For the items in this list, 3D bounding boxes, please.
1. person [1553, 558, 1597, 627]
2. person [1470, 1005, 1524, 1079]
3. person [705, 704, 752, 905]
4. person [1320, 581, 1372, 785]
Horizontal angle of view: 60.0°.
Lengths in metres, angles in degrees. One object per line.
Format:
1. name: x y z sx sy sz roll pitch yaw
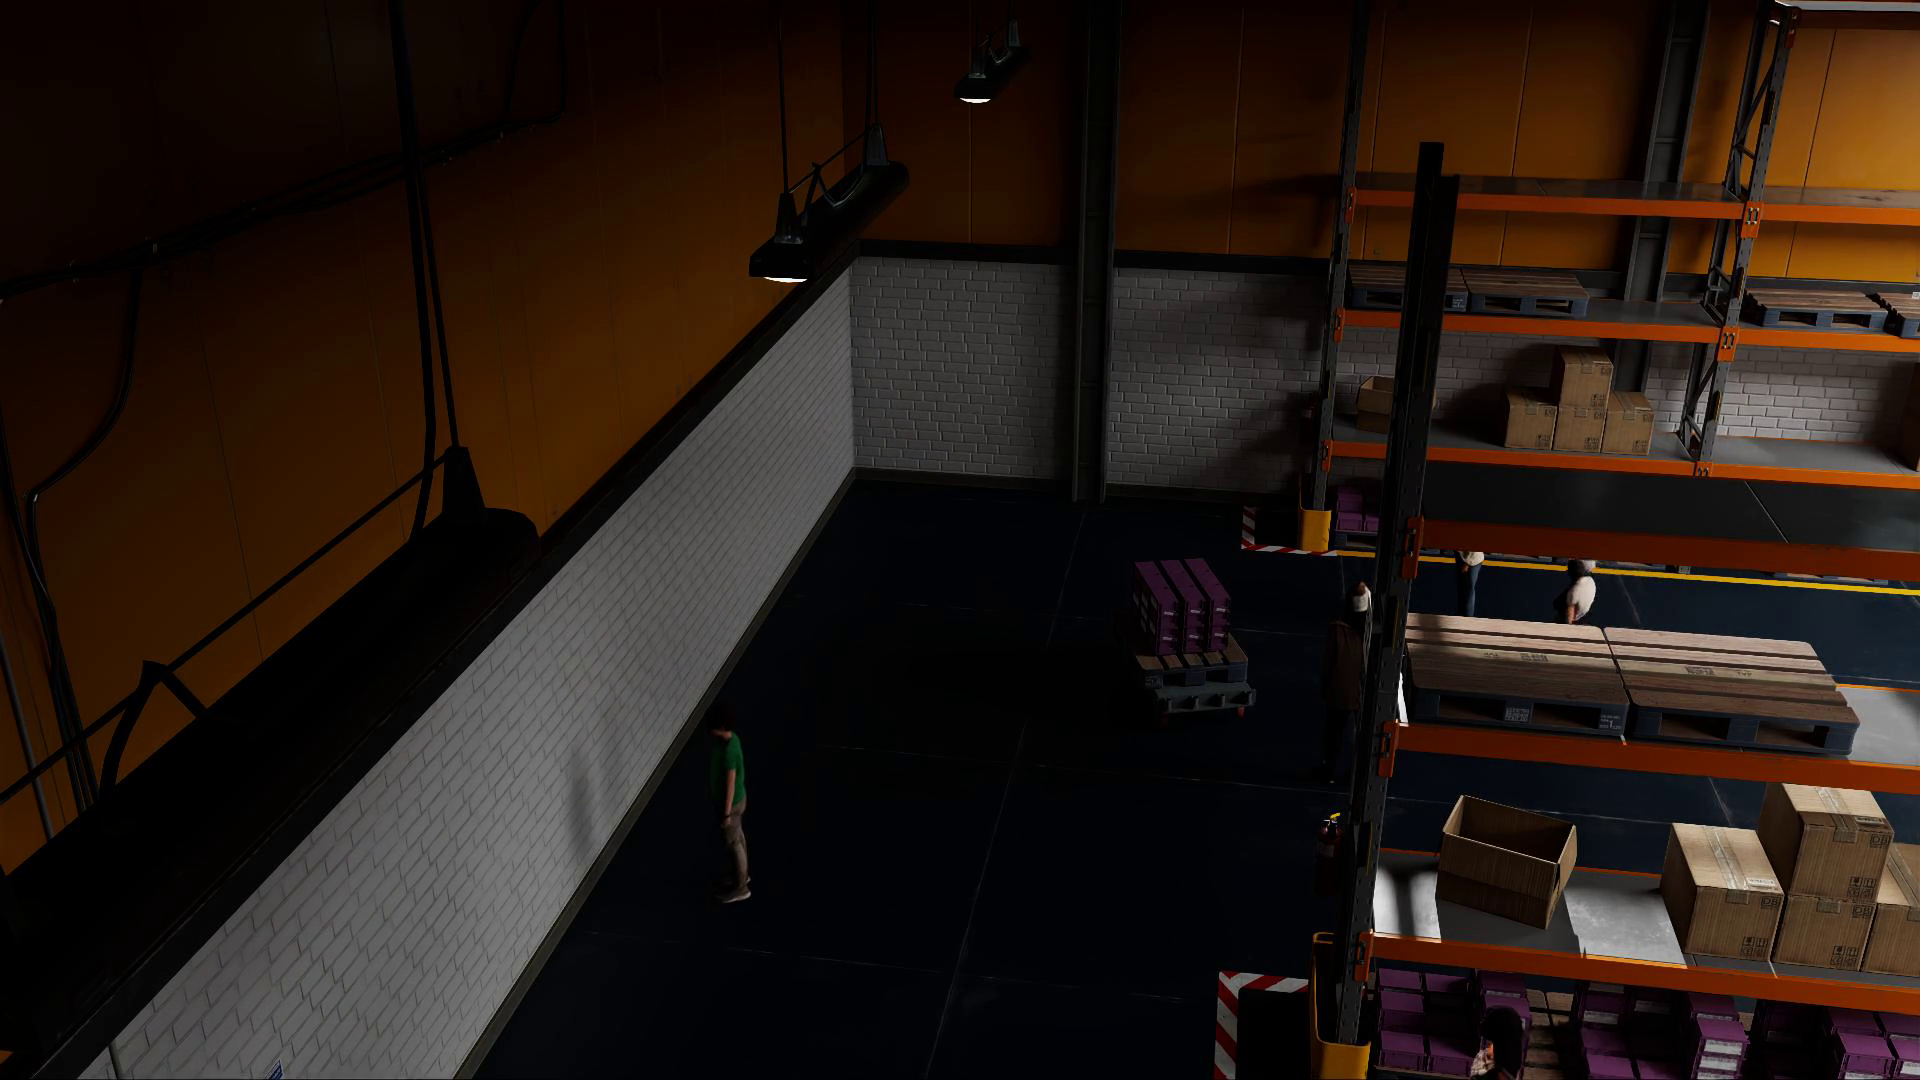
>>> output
1. person: 5.549 0.932 14.915 1.039 1.729 1.123 -17 29 -34
2. person: 3.121 3.357 9.493 0.773 1.628 0.704 7 25 16
3. person: -1.734 1.963 12.650 0.643 1.653 0.656 -4 24 -10
4. person: 3.331 1.207 14.076 0.571 1.897 0.728 4 24 9
